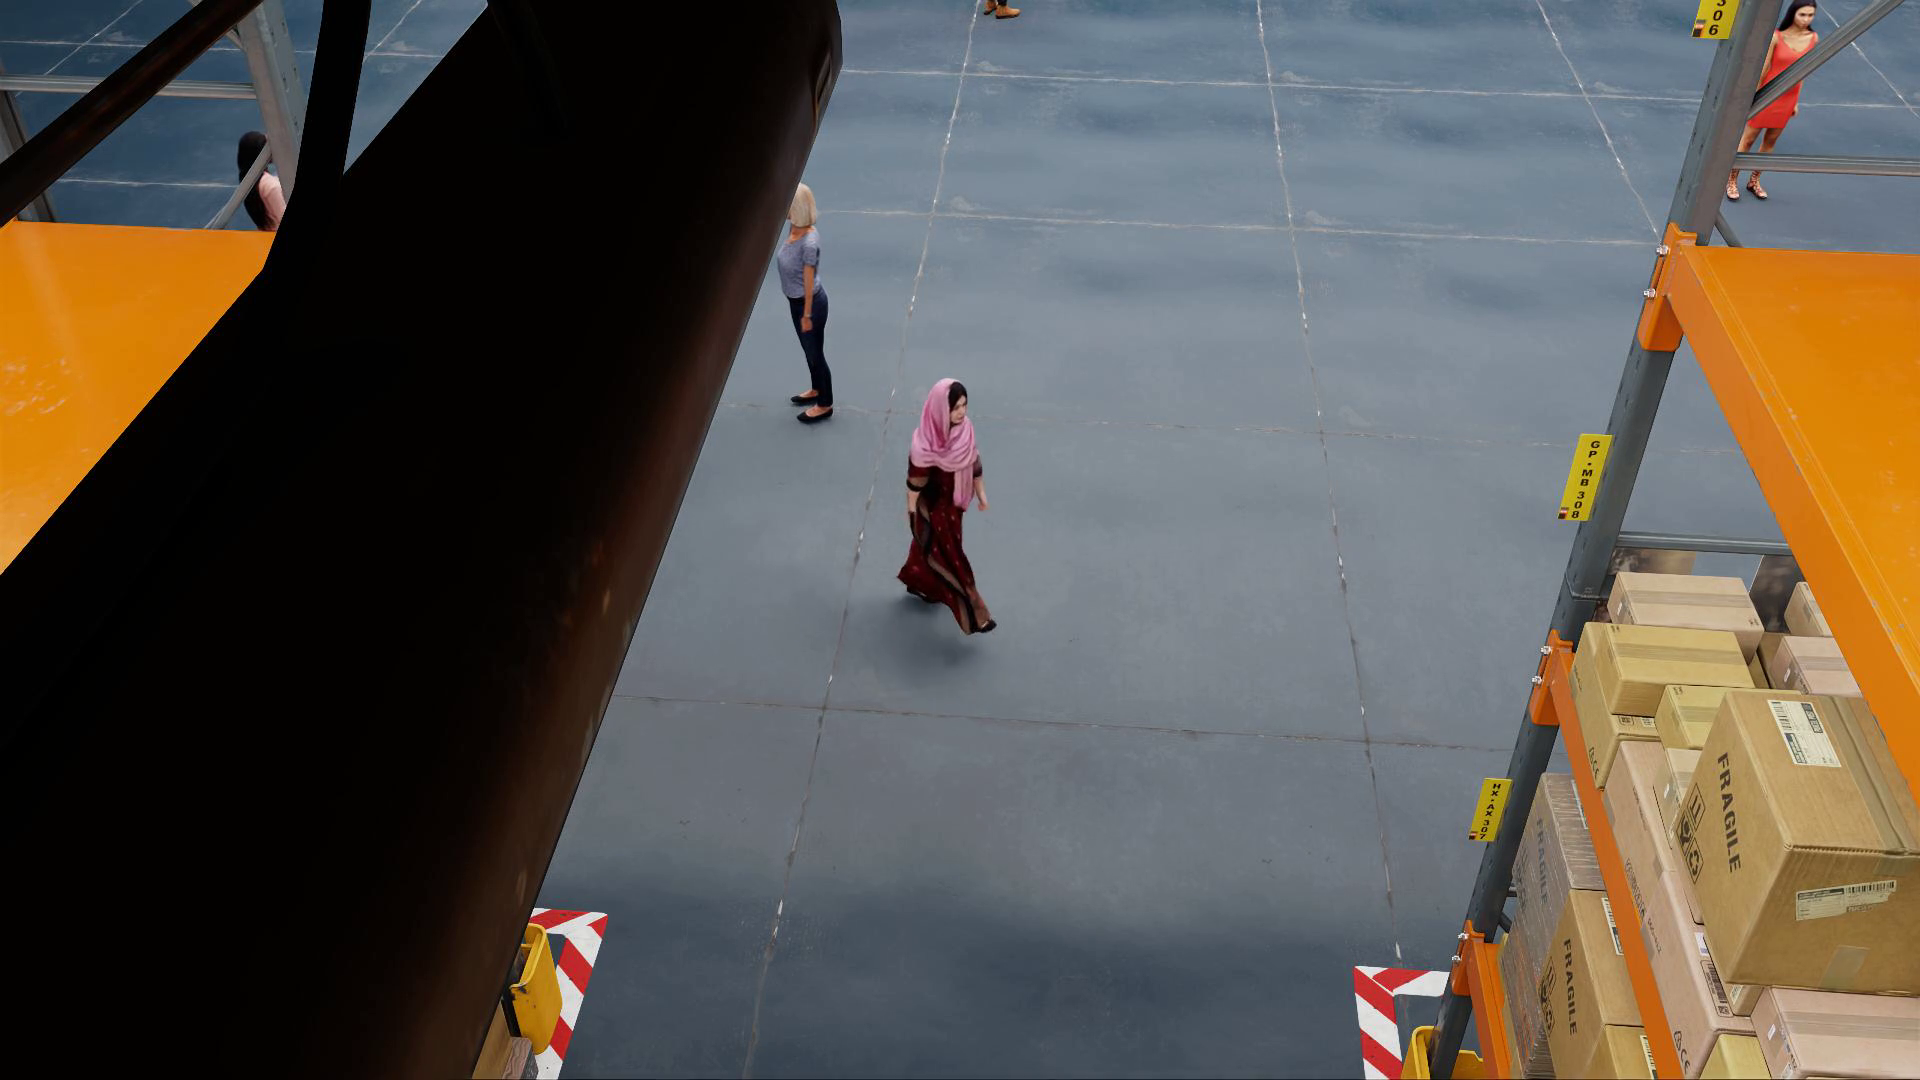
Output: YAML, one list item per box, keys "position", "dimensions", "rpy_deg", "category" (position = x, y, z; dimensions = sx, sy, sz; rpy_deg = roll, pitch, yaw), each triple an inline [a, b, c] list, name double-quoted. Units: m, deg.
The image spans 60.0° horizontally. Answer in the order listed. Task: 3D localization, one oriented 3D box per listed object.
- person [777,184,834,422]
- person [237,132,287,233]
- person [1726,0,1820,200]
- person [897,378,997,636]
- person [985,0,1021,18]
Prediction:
- position: [-1.013, -1.595, 11.139]
  dimensions: [0.691, 1.722, 0.581]
  rpy_deg: [-13, 40, -16]
  category: "person"
- position: [-4.789, -2.059, 11.731]
  dimensions: [0.698, 1.723, 0.738]
  rpy_deg: [31, 48, 33]
  category: "person"
- position: [6.756, -3.661, 13.782]
  dimensions: [0.613, 1.719, 0.553]
  rpy_deg: [-3, 38, -3]
  category: "person"
- position: [-0.173, -0.267, 9.516]
  dimensions: [1.054, 1.630, 1.075]
  rpy_deg: [27, 46, 31]
  category: "person"
- position: [0.402, -6.264, 17.101]
  dimensions: [0.831, 1.728, 0.773]
  rpy_deg: [-29, 46, -32]
  category: "person"
